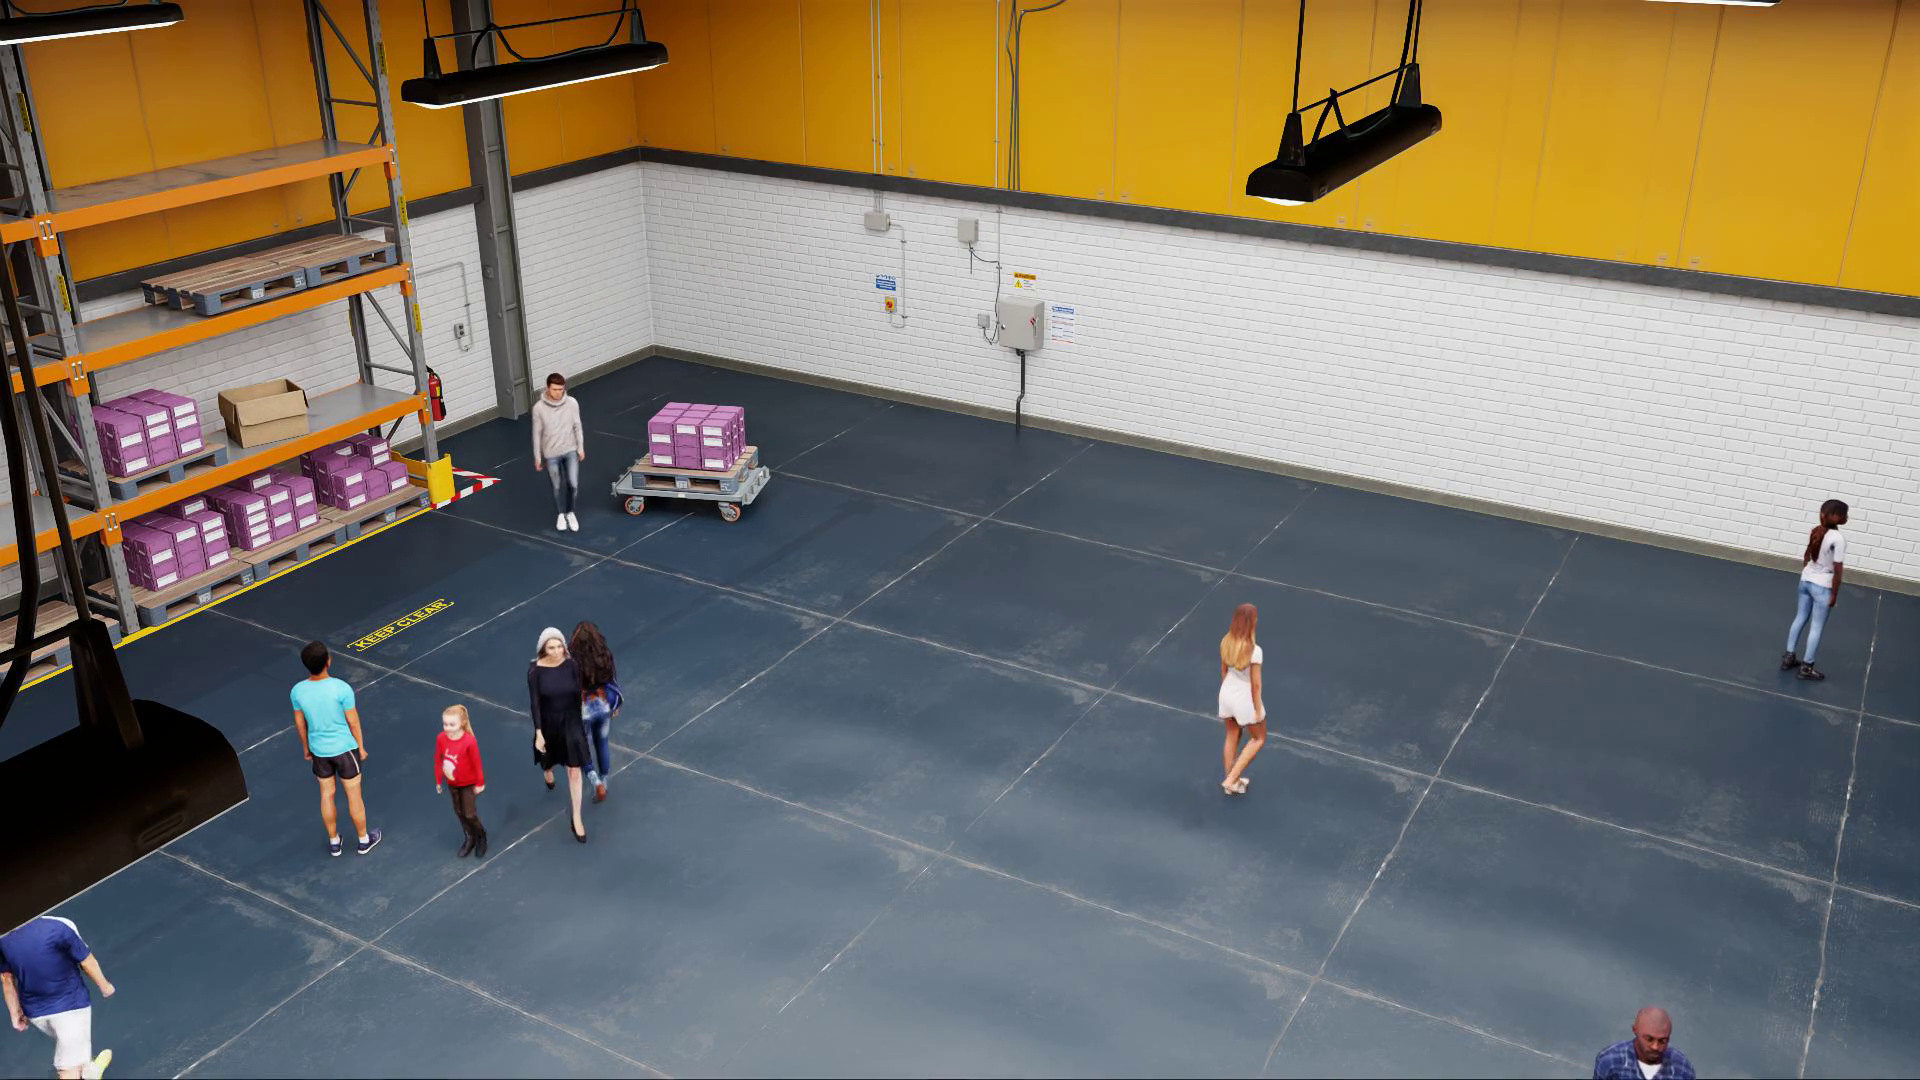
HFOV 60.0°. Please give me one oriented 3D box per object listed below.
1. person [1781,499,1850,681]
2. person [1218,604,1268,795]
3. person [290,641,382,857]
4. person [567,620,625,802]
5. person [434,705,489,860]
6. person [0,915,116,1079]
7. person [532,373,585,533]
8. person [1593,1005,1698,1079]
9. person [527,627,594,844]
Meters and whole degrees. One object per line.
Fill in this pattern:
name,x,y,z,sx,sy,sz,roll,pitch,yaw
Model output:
person,7.852,0.435,15.223,0.715,1.721,0.649,-5,24,-12
person,2.188,1.311,13.259,0.717,1.690,0.689,-18,29,-35
person,-4.727,1.578,12.540,0.691,1.777,0.702,-1,24,-2
person,-2.918,1.391,13.170,0.750,1.613,0.826,-8,25,-17
person,-3.762,1.802,12.654,0.545,1.274,0.557,7,25,15
person,-5.312,2.797,9.731,1.054,1.791,1.289,0,24,0
person,-4.420,-1.000,18.368,0.841,1.832,0.909,-7,25,-15
person,3.561,3.171,8.860,0.756,1.805,0.764,4,24,10
person,-3.146,1.455,12.900,1.111,1.714,1.039,-12,26,-25
